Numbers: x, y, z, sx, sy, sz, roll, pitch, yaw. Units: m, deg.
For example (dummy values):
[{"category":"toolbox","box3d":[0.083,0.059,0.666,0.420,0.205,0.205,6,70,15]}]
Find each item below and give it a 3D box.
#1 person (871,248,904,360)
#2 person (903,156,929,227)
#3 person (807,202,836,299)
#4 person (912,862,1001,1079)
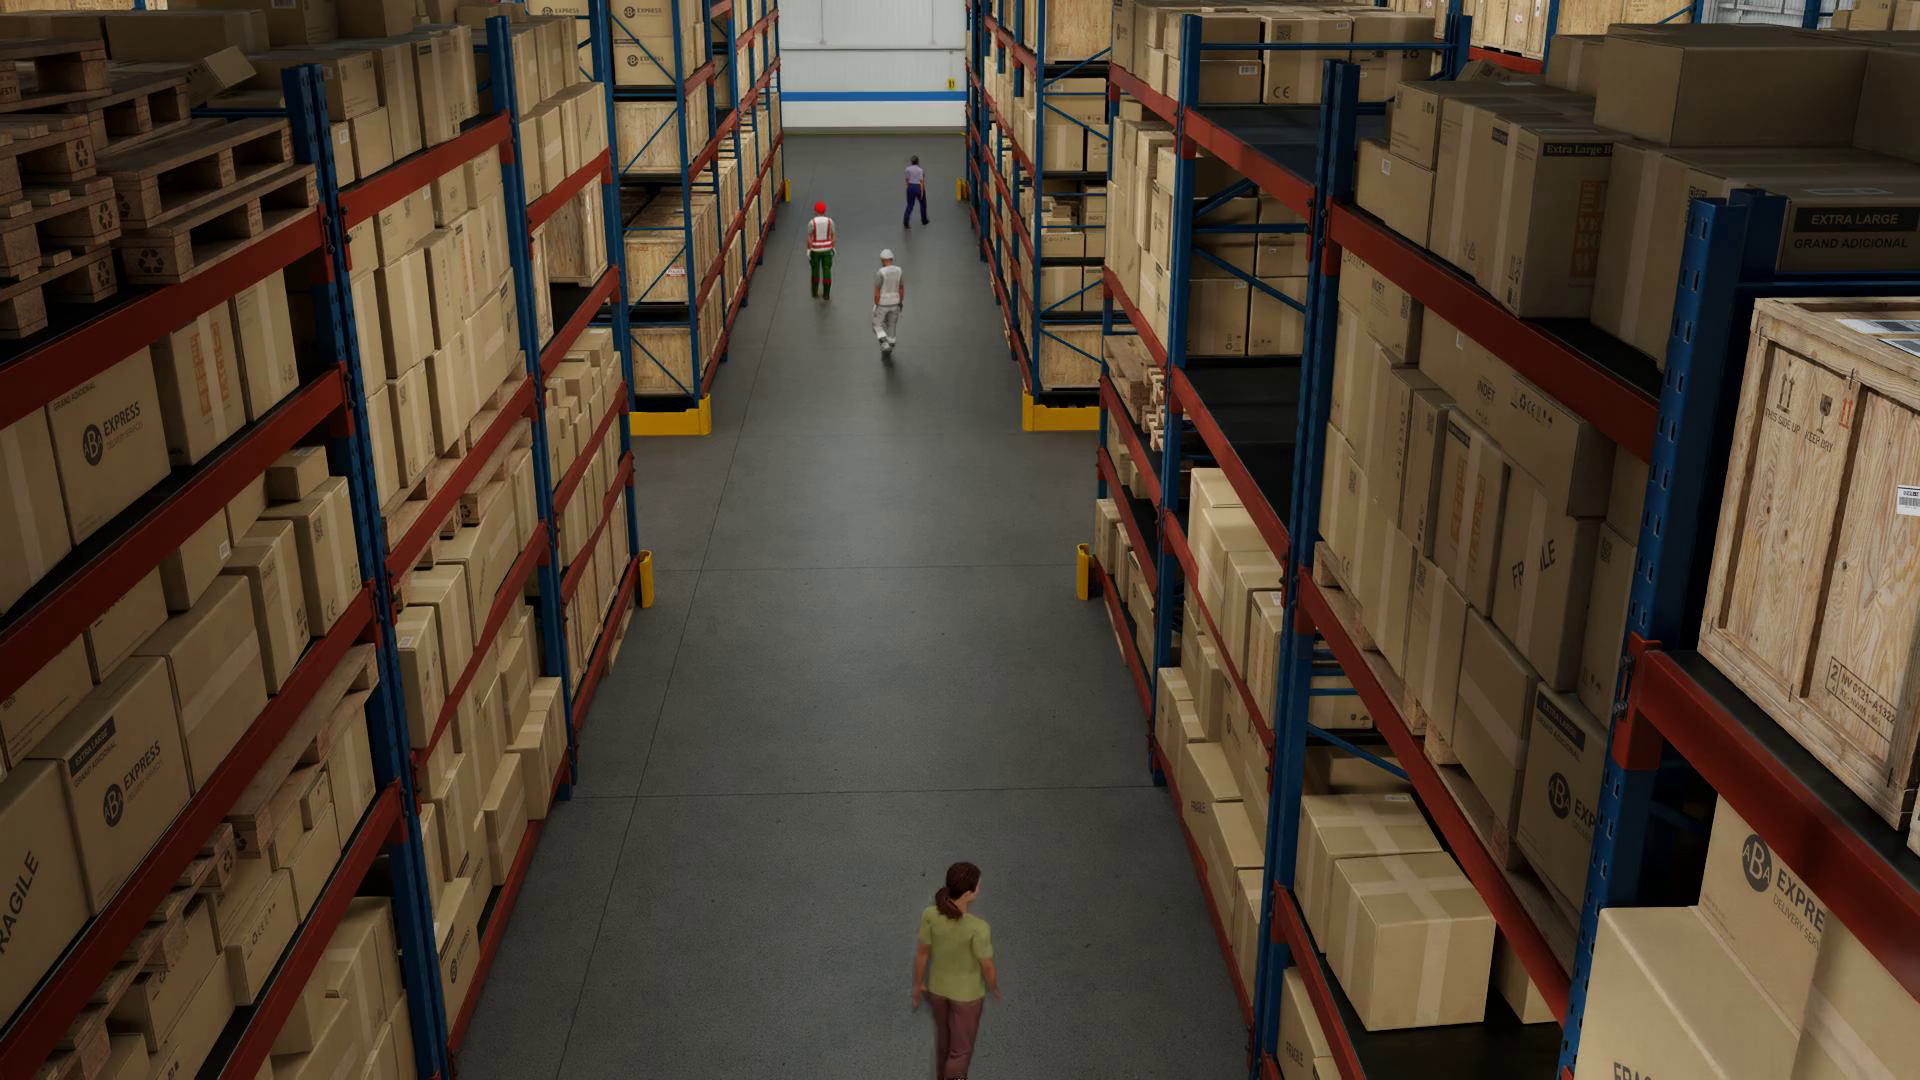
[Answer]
[{"category":"person","box3d":[-1.164,-3.758,26.514,0.574,1.786,0.636,-11,23,-28]},{"category":"person","box3d":[-1.004,-8.016,38.149,0.478,1.611,0.875,6,21,16]},{"category":"person","box3d":[-2.606,-5.440,31.019,0.544,1.777,0.765,-4,21,-11]},{"category":"person","box3d":[0.026,2.581,9.656,0.486,1.679,0.500,11,23,27]}]
